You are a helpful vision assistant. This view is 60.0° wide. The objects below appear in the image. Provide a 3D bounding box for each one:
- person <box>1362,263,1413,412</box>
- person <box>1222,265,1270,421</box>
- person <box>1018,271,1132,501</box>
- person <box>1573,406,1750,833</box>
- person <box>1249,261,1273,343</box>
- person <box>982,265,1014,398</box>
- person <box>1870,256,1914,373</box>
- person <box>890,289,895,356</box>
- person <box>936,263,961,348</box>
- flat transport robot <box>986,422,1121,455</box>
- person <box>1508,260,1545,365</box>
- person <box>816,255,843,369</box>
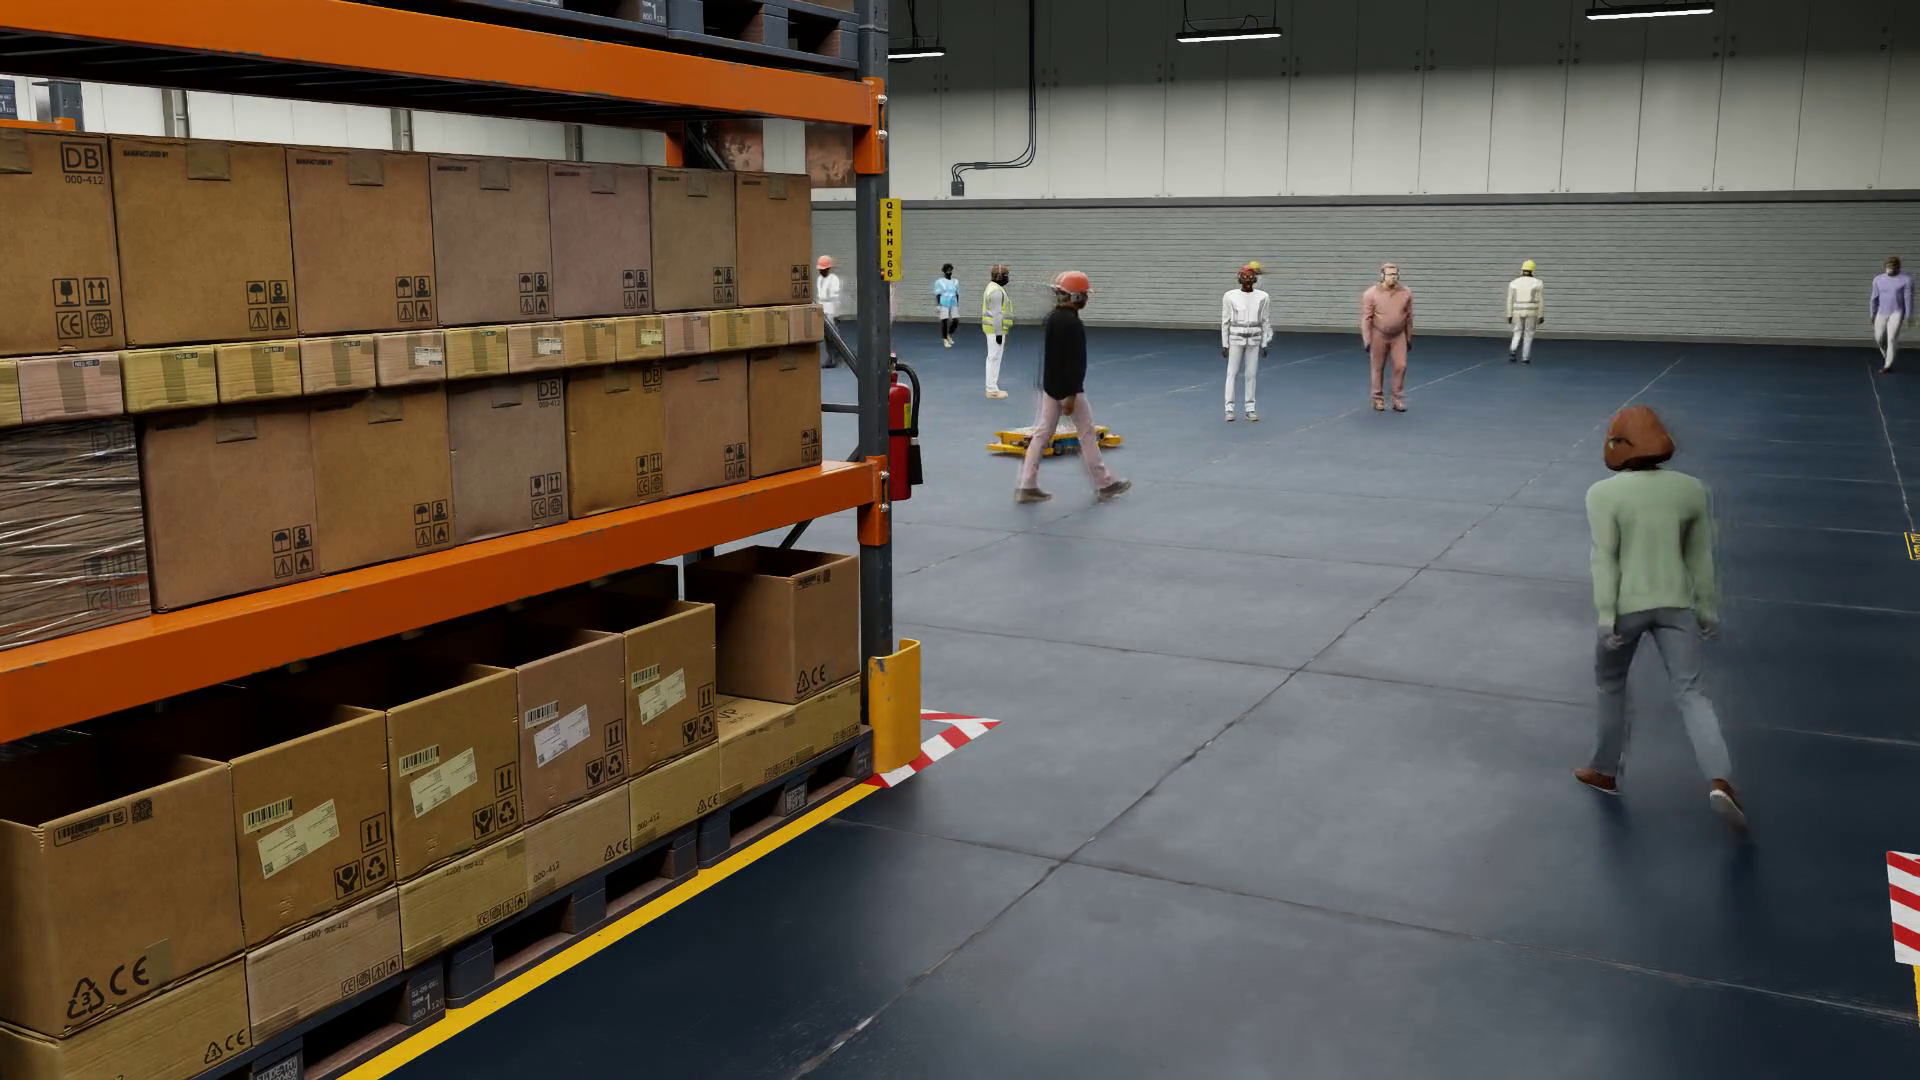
[{"bbox_3d":[5.443,-2.552,21.078,0.681,1.877,0.791,0,10,-1],"label":"person"},{"bbox_3d":[3.451,-2.377,20.136,0.574,1.882,0.358,-1,10,-3],"label":"person"},{"bbox_3d":[0.941,-1.289,14.049,1.021,1.941,0.622,-4,11,-23],"label":"person"},{"bbox_3d":[2.699,0.290,6.397,0.527,1.589,0.837,-1,10,-5],"label":"person"},{"bbox_3d":[6.151,-4.916,34.449,0.489,1.722,0.716,-8,13,-37],"label":"person"},{"bbox_3d":[0.526,-2.885,23.061,0.431,1.837,0.629,-1,10,-3],"label":"person"},{"bbox_3d":[15.264,-3.692,27.229,0.670,1.914,0.659,-9,14,-40],"label":"person"},{"bbox_3d":[-1.272,-3.622,27.266,0.462,1.753,0.536,-8,13,-37],"label":"person"},{"bbox_3d":[-0.235,-4.683,33.257,0.540,1.683,0.362,-5,11,-24],"label":"person"},{"bbox_3d":[0.993,-1.065,17.380,0.652,0.197,1.431,10,14,42],"label":"flat transport robot"},{"bbox_3d":[9.799,-3.926,28.762,0.596,1.818,0.423,8,13,37],"label":"person"},{"bbox_3d":[-2.253,-3.824,27.970,0.411,1.903,0.567,-8,13,-38],"label":"person"}]
